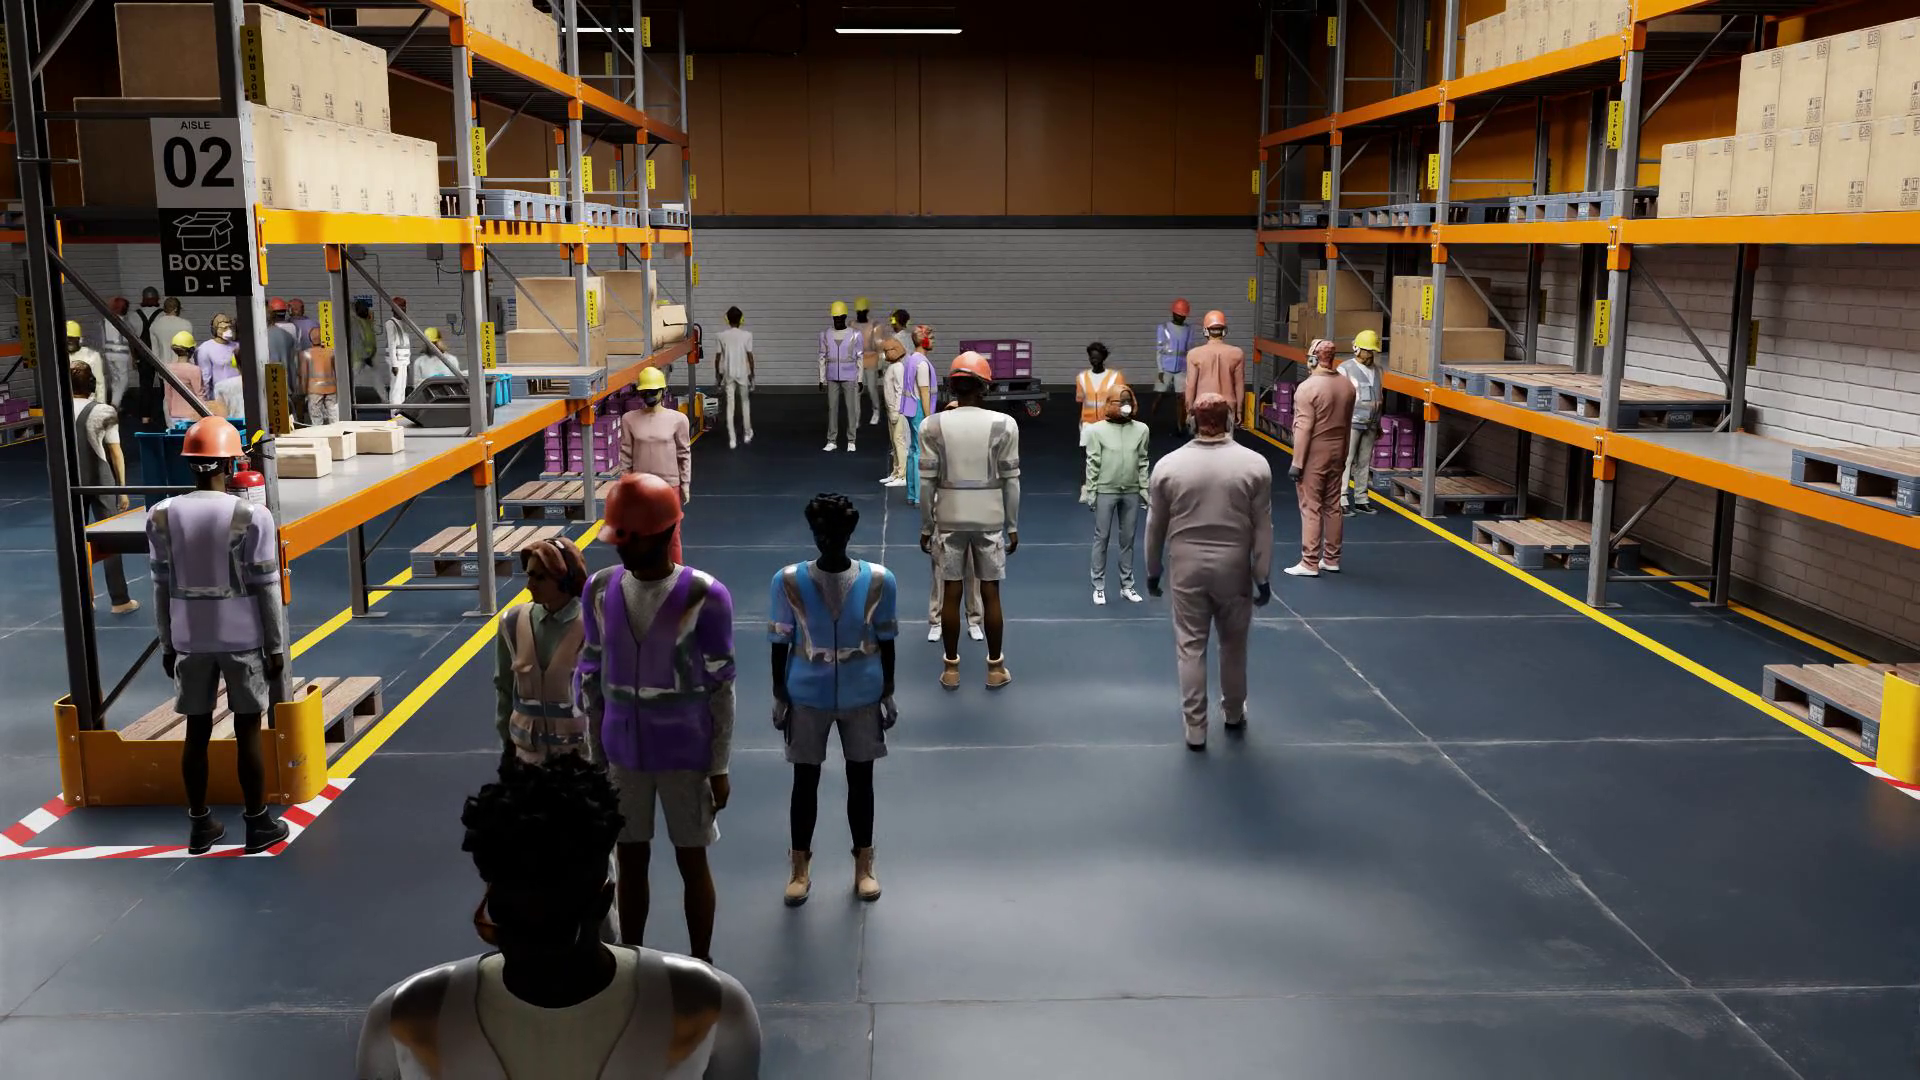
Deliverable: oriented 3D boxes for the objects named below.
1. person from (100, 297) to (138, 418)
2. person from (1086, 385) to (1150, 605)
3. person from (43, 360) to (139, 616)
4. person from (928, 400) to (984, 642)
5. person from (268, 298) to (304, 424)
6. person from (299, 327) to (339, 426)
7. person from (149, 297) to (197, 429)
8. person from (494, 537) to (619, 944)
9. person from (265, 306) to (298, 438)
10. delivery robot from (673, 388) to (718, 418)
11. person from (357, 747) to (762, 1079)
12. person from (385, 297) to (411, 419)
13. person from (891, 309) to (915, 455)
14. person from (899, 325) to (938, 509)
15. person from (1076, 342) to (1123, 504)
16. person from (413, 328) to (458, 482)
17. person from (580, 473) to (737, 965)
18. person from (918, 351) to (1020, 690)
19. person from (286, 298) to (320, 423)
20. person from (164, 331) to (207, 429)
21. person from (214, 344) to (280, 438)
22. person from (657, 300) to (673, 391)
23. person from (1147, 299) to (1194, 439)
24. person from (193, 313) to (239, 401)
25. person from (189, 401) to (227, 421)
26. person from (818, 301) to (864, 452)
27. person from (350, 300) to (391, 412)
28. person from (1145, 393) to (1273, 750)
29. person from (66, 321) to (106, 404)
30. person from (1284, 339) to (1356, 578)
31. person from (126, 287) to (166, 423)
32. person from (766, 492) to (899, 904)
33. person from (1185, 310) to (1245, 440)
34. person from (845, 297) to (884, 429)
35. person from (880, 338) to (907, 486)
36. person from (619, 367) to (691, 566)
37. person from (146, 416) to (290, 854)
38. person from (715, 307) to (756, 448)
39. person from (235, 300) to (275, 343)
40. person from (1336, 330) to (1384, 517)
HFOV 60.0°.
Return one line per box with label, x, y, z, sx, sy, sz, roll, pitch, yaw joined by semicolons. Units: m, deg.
person;-12.752;-2.732;25.083;0.596;1.860;0.713;3;11;17
person;1.173;-0.338;12.355;0.504;1.636;0.280;-3;11;-17
person;-6.225;-0.359;11.891;0.505;1.847;0.349;-1;10;-7
person;-0.007;-0.126;11.178;0.515;1.636;0.315;-1;10;-3
person;-9.080;-2.274;22.310;0.376;1.932;0.551;4;11;23
person;-7.856;-1.796;20.474;0.523;1.637;0.310;-9;13;-40
person;-10.736;-2.359;22.791;0.627;1.935;0.373;1;10;6
person;-1.440;0.794;6.055;0.515;1.636;0.314;2;10;13
person;-8.393;-1.856;20.037;0.826;1.909;0.642;5;11;24
delivery robot;-3.852;-1.980;24.254;0.707;0.478;0.477;8;13;39
person;-0.593;1.262;2.547;0.607;1.957;0.389;-2;10;-9
person;-8.102;-2.558;24.038;0.361;1.882;0.575;0;10;-1
person;-0.702;-1.983;20.999;0.410;1.840;0.574;4;11;22
person;-0.402;-1.235;16.757;0.389;1.850;0.565;-3;11;-15
person;1.455;-1.226;17.256;0.536;1.655;0.863;3;11;17
person;-5.865;-1.504;18.610;0.502;1.720;0.663;-1;10;-5
person;-1.029;0.723;5.630;0.547;1.928;0.385;3;10;14
person;0.057;-0.107;9.967;0.606;2.033;0.403;1;10;6
person;-9.100;-2.374;22.941;0.409;1.910;0.640;9;13;40
person;-7.908;-1.252;17.085;0.533;1.769;0.311;5;11;26
person;-6.028;-0.755;14.086;0.540;1.848;0.441;-5;11;-26
person;-4.596;-2.722;25.154;0.511;1.809;0.618;8;13;38
person;2.861;-2.325;22.667;0.728;1.909;0.573;-3;11;-18
person;-7.698;-1.405;17.457;0.358;1.938;0.636;4;11;22
person;-5.034;-0.129;11.247;0.289;1.623;0.513;-7;12;-35
person;-1.525;-2.086;21.280;0.595;1.925;0.371;2;10;9
person;-9.349;-2.866;26.085;1.034;1.782;0.625;2;10;11
person;1.336;0.146;8.956;0.680;1.885;0.710;2;10;10
person;-9.810;-1.515;18.432;0.622;1.807;0.654;-2;10;-13
person;2.869;-0.656;13.374;0.654;1.906;0.406;-8;13;-38
person;-11.956;-2.761;24.726;0.699;2.000;0.536;-1;10;-8
person;-0.509;0.639;6.744;0.540;1.695;0.317;-1;10;-7
person;2.568;-1.313;16.789;0.608;1.995;0.378;0;10;-2
person;-1.373;-2.583;24.166;0.598;1.892;0.953;3;11;14
person;-0.728;-1.407;18.323;0.286;1.632;0.498;-2;10;-11
person;-2.257;-0.397;12.327;0.533;1.768;0.310;0;10;0
person;-3.236;0.424;7.307;0.545;1.932;0.386;0;10;-3
person;-2.956;-2.143;21.897;0.549;1.822;0.953;0;10;-2
person;-10.906;-2.835;25.815;0.466;1.803;0.680;7;12;34
person;3.932;-1.144;16.321;0.588;1.826;0.403;-6;12;-30
